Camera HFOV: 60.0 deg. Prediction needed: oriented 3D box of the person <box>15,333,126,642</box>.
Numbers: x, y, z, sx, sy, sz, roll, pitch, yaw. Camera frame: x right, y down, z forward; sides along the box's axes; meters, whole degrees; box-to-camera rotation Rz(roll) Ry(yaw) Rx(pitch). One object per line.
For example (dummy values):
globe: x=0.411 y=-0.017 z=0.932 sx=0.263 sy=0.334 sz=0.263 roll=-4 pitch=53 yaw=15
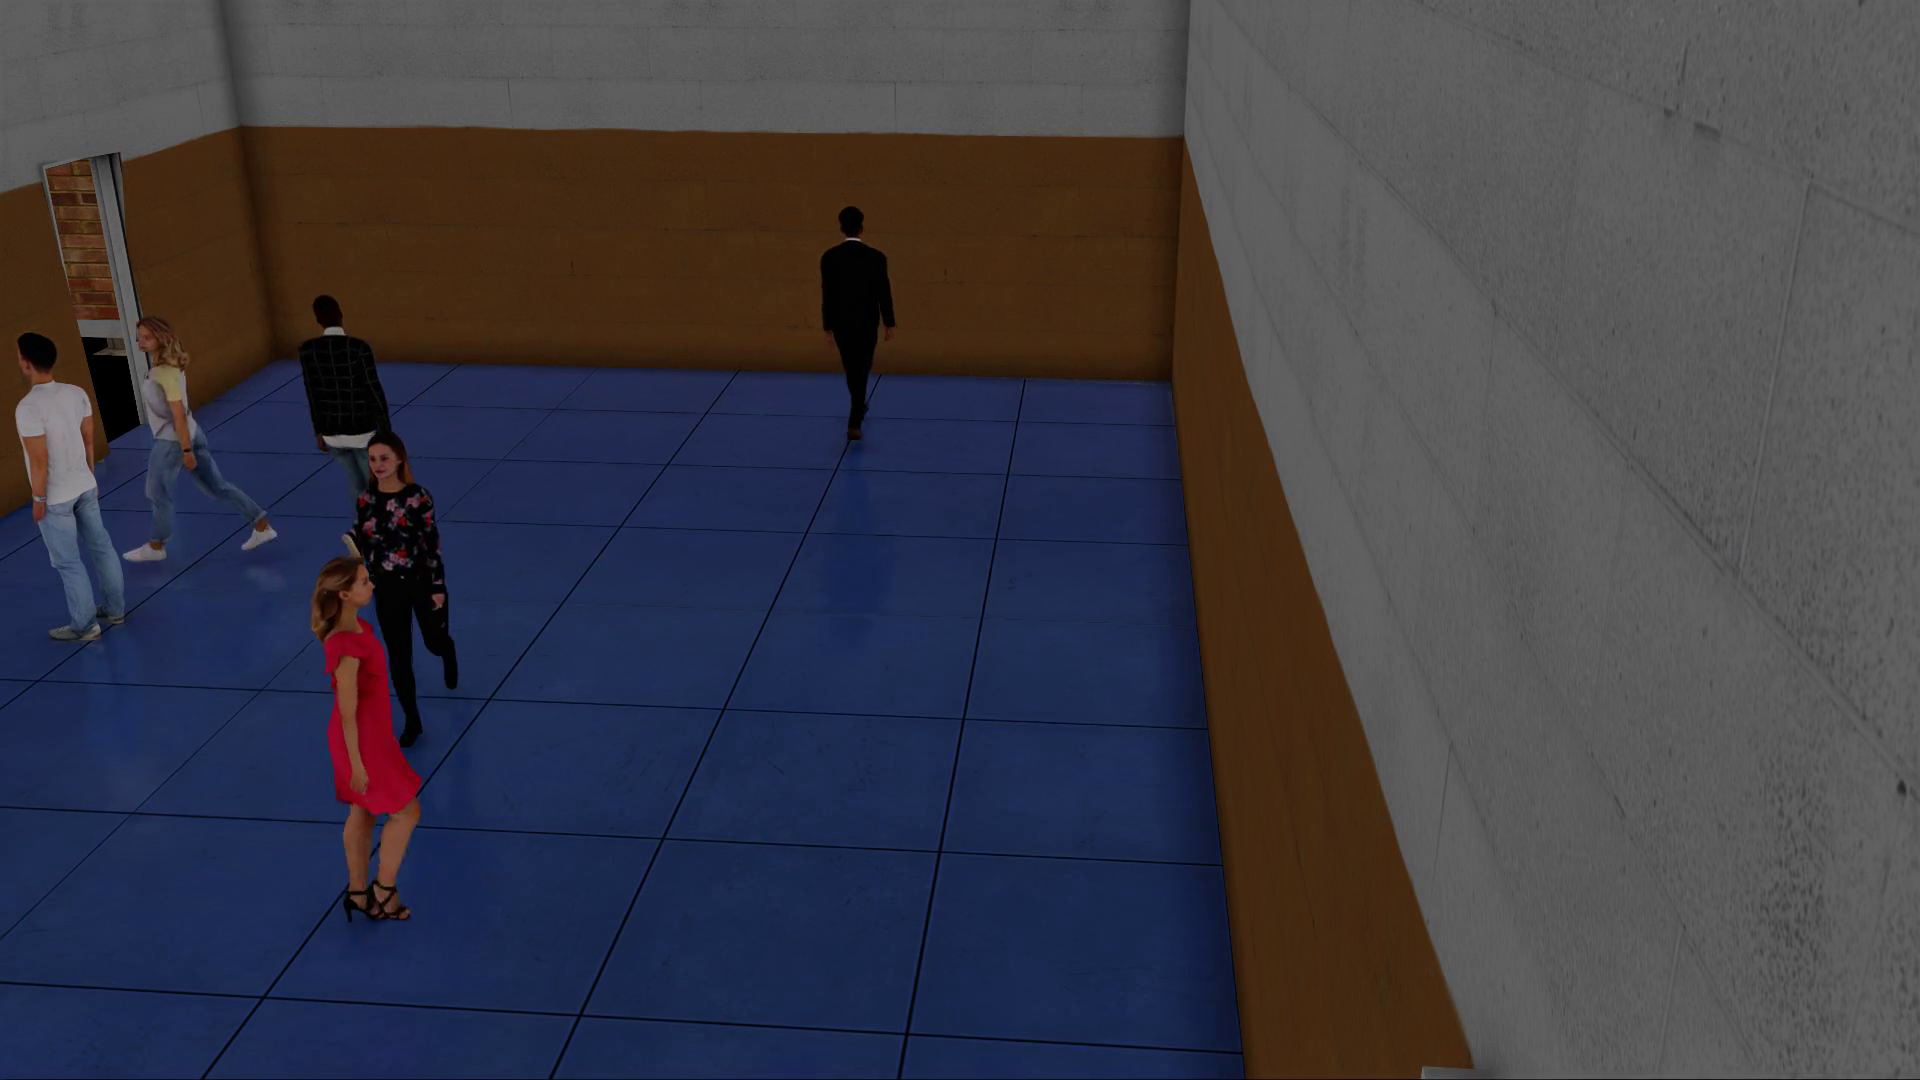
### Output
person: x=-5.286 y=-0.315 z=9.821 sx=0.616 sy=1.866 sz=0.707 roll=5 pitch=23 yaw=13

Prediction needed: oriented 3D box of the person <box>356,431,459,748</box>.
person: x=-2.876 y=0.215 z=8.770 sx=0.916 sy=1.666 sz=0.716 roll=-1 pitch=22 yaw=-2

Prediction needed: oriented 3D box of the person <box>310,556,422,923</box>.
person: x=-2.621 y=0.887 z=7.033 sx=0.738 sy=1.715 sz=0.699 roll=-7 pitch=23 yaw=-17

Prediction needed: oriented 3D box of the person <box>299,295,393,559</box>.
person: x=-3.991 y=-0.664 z=10.791 sx=0.940 sy=1.791 sz=0.761 roll=1 pitch=22 yaw=3

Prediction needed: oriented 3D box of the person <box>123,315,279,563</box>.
person: x=-4.957 y=-0.620 z=10.822 sx=1.297 sy=1.671 sz=0.996 roll=-6 pitch=23 yaw=-15

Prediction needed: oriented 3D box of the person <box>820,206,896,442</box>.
person: x=-0.839 y=-1.675 z=13.248 sx=1.155 sy=1.835 sz=0.772 roll=2 pitch=22 yaw=5
